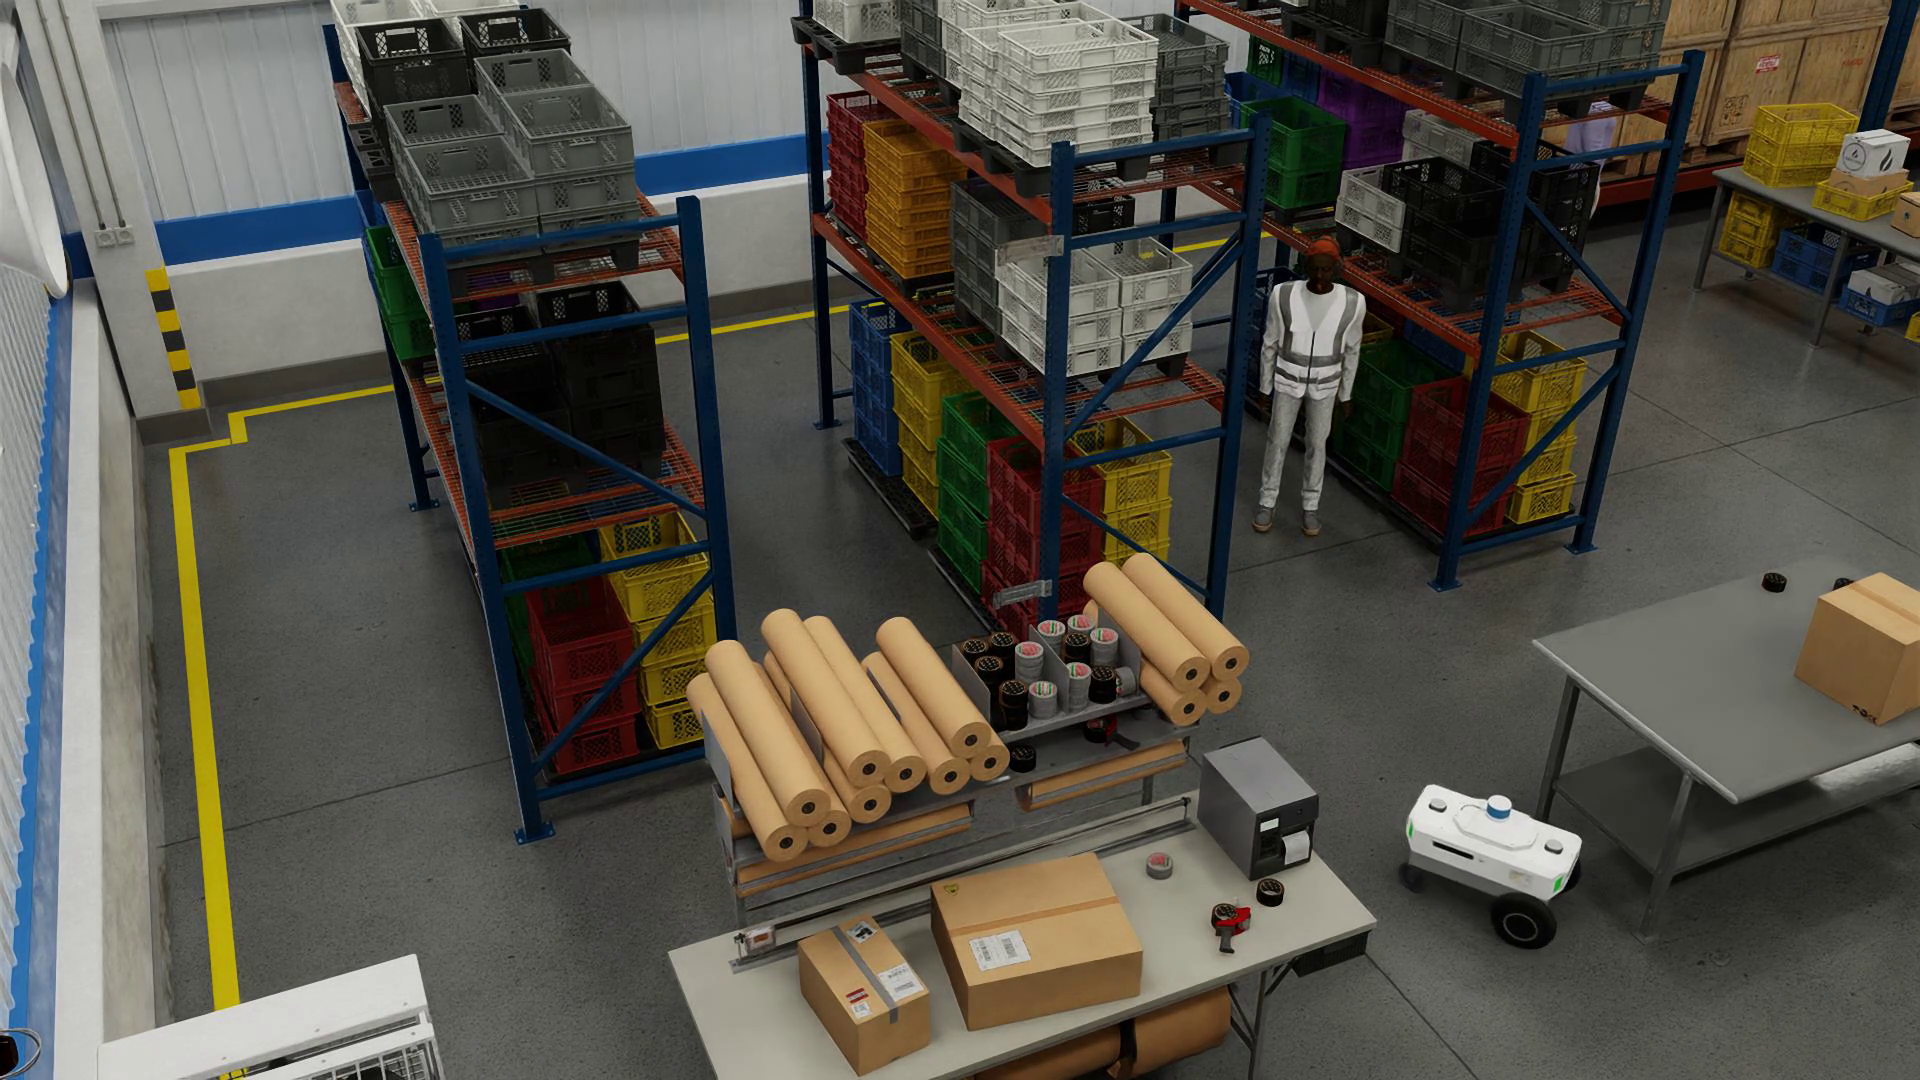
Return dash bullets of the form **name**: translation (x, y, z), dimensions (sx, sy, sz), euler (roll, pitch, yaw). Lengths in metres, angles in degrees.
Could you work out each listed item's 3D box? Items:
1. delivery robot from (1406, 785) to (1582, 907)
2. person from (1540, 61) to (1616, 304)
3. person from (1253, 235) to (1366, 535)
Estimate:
- **delivery robot**: translation (2.360, 1.351, 7.396), dimensions (0.707, 0.478, 0.477), euler (18, 36, 27)
- **person**: translation (4.853, -2.817, 12.940), dimensions (0.364, 1.939, 0.636), euler (4, 32, 6)
- **person**: translation (2.057, -0.904, 9.888), dimensions (0.574, 1.882, 0.356), euler (5, 32, 9)
